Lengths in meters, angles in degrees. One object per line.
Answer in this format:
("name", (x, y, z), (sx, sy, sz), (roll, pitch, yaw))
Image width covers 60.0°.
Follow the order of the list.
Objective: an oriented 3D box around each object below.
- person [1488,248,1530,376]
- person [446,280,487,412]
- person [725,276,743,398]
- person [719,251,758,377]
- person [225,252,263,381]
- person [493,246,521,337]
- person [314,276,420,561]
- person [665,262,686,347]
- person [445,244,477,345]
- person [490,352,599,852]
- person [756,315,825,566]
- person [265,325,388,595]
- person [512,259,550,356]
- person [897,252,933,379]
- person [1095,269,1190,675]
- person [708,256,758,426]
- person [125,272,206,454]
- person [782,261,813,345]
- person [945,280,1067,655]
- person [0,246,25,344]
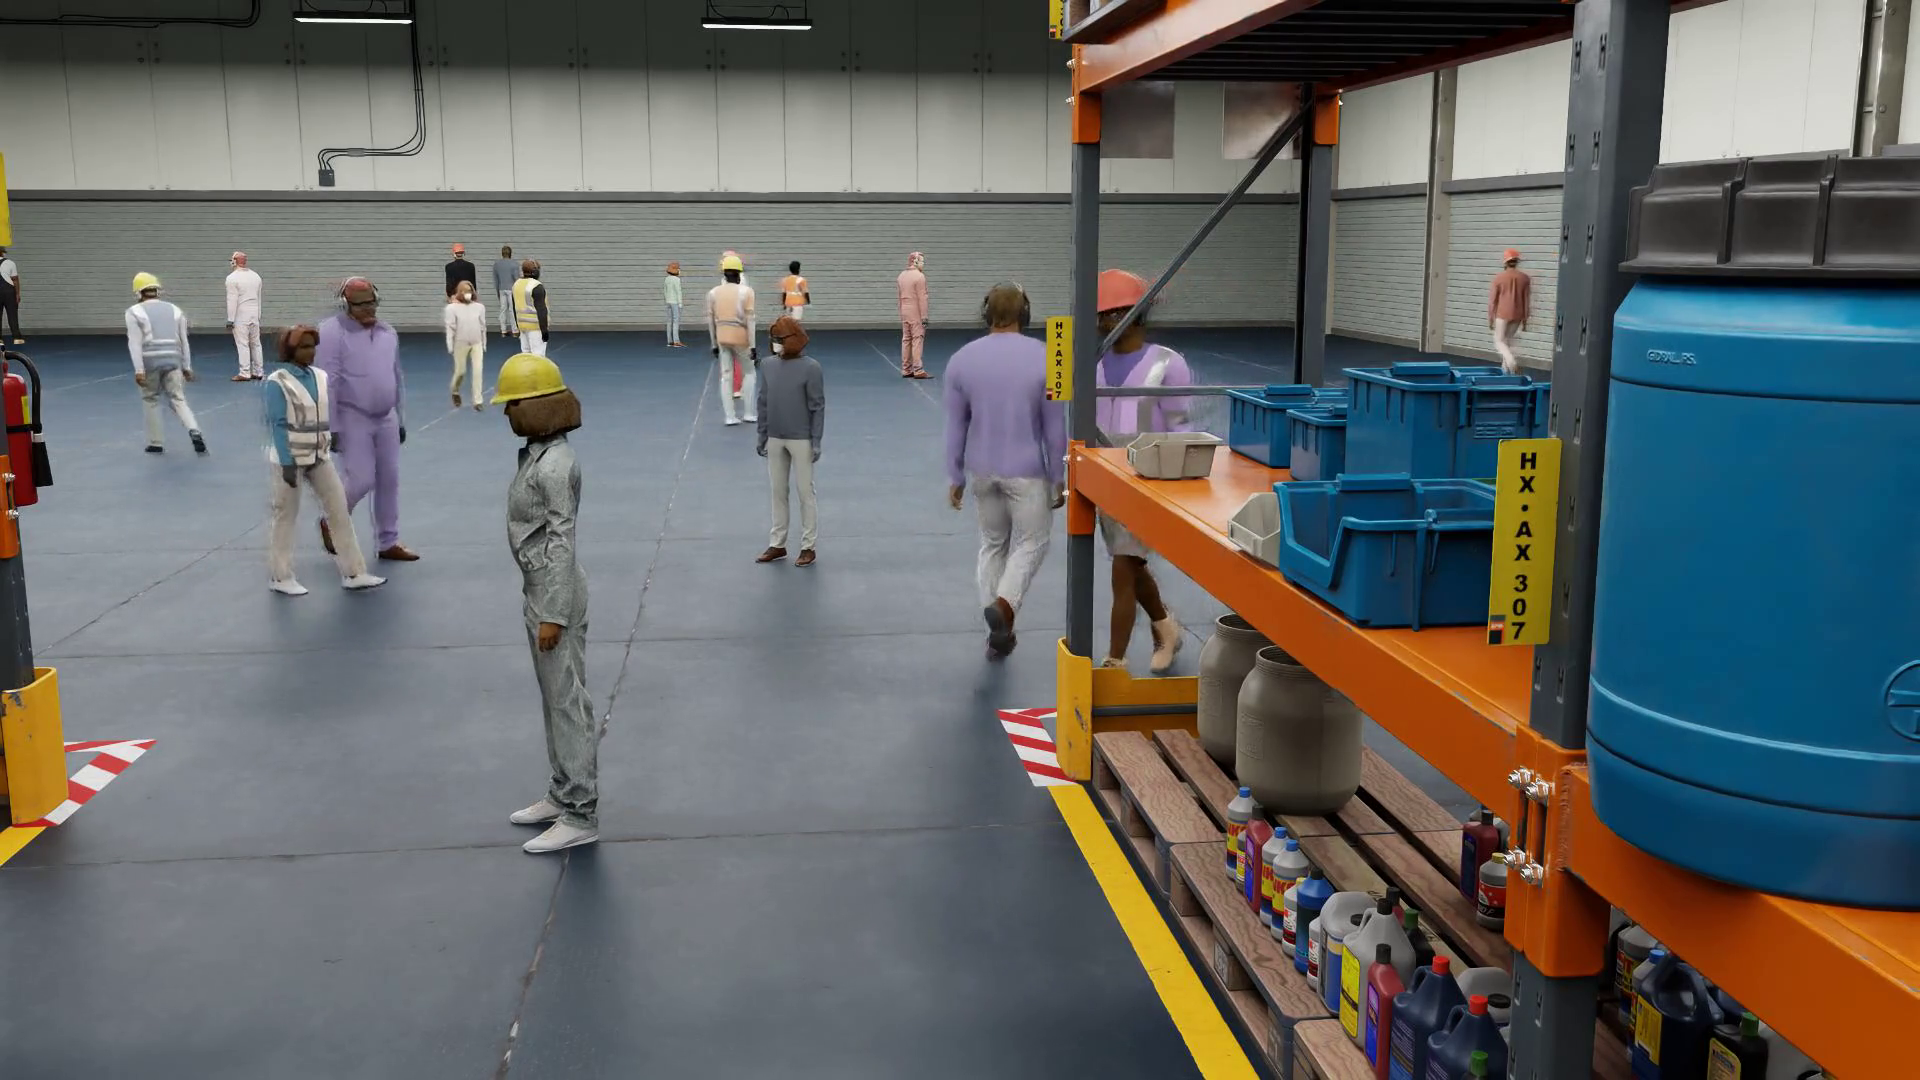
("person", (8.086, -3.288, 24.414), (0.609, 1.974, 0.723), (-1, 10, -8))
("person", (-6.090, -2.399, 20.503), (0.509, 1.607, 0.717), (-7, 13, -34))
("person", (-2.994, -2.763, 22.131), (0.527, 1.753, 0.447), (2, 10, 9))
("person", (-3.404, -3.412, 25.199), (0.501, 1.924, 0.573), (5, 11, 24))
("person", (-10.644, -3.308, 24.678), (0.408, 1.909, 0.638), (3, 11, 17))
("person", (-9.619, -5.284, 35.419), (0.631, 1.940, 0.372), (3, 11, 18))
("person", (-3.914, -0.776, 10.863), (0.524, 1.882, 0.710), (6, 12, 29))
("person", (-5.568, -4.591, 32.458), (0.273, 1.631, 0.508), (-9, 14, -40))
("person", (-9.858, -4.847, 32.871), (0.612, 1.995, 0.376), (-8, 13, -37))
("person", (-1.454, 0.215, 5.824), (0.303, 1.740, 0.485), (-4, 11, -21))
("person", (-1.110, -0.645, 10.826), (0.498, 1.633, 0.285), (6, 12, 29))
("person", (-3.798, -0.452, 9.837), (0.775, 1.608, 0.539), (4, 11, 21))
("person", (-5.627, -2.783, 21.977), (0.636, 1.841, 0.429), (9, 14, 42))
("person", (-0.666, -3.384, 25.110), (0.404, 1.903, 0.636), (-7, 13, -35))
("person", (0.820, -0.273, 7.826), (0.612, 1.994, 1.025), (9, 13, 39))
("person", (-2.524, -2.259, 18.892), (0.621, 1.908, 0.652), (4, 11, 20))
("person", (-7.772, -1.712, 16.250), (0.720, 1.800, 0.608), (7, 13, 34))
("person", (-3.093, -4.474, 31.748), (0.551, 1.657, 0.862), (7, 12, 33))
("person", (0.207, -0.329, 8.310), (0.635, 1.918, 0.620), (4, 11, 21))
("person", (-19.070, -4.920, 33.142), (0.674, 2.000, 0.535), (-2, 11, -11))
